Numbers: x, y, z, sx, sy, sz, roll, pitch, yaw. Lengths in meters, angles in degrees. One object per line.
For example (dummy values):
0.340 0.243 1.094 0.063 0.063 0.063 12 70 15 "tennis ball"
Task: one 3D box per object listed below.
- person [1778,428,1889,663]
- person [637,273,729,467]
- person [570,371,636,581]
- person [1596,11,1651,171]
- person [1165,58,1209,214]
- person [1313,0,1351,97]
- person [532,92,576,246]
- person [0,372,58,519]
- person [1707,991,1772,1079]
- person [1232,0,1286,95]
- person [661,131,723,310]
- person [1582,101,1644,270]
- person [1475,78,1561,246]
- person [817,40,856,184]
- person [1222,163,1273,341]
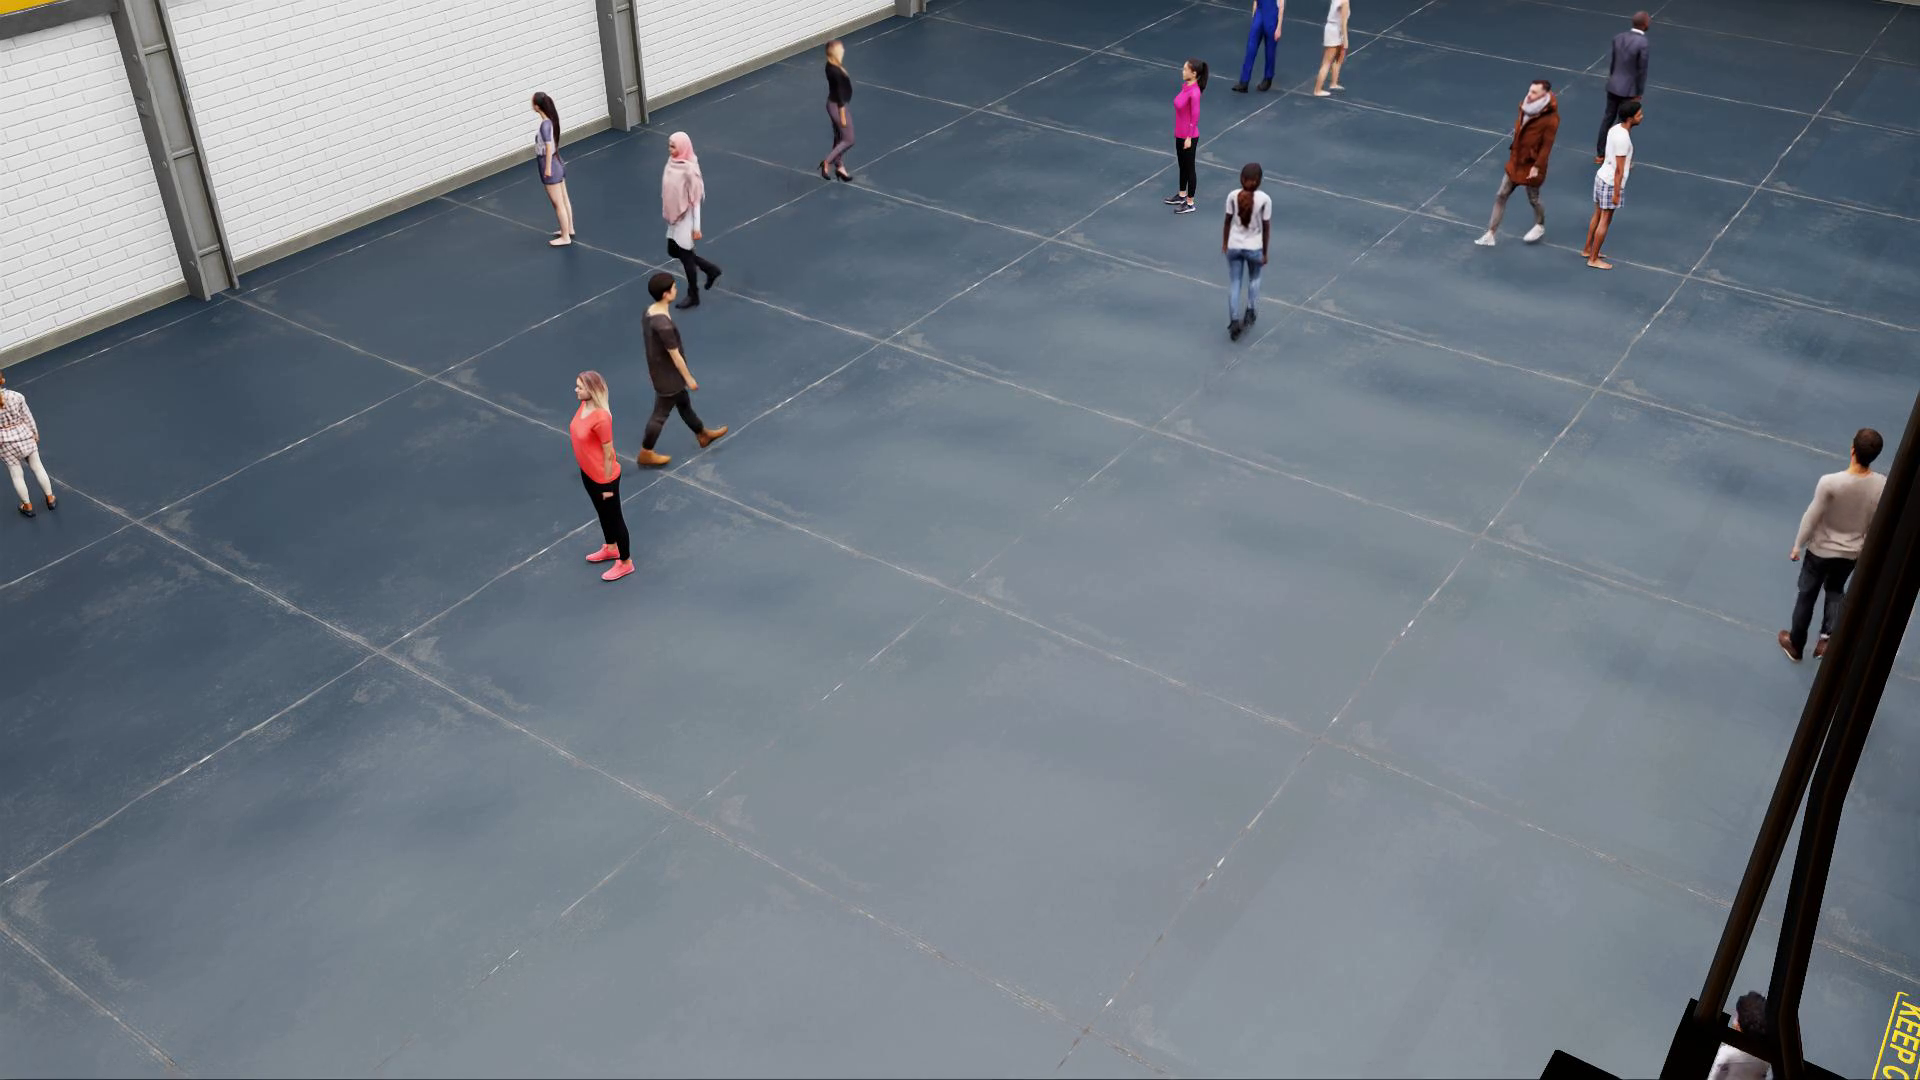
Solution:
5.982 0.115 11.321 0.856 1.863 0.923 2 34 3 "person"
-2.490 -1.356 13.706 1.147 1.672 1.000 -11 35 -17 "person"
-2.669 -0.500 12.397 0.653 1.694 0.666 -19 38 -26 "person"
7.763 -5.262 19.448 0.815 1.820 0.798 -12 36 -18 "person"
2.522 -4.483 18.386 0.741 1.699 0.687 -7 34 -11 "person"
4.790 -6.562 21.607 0.832 1.596 0.778 -2 34 -2 "person"
-4.297 -3.949 17.627 0.728 1.649 0.628 0 34 0 "person"
-7.502 -0.794 13.186 0.514 1.312 0.639 -26 42 -34 "person"
3.714 2.711 7.966 0.634 1.252 0.698 -3 34 -5 "person"
4.059 -6.783 21.731 0.639 1.826 1.019 22 40 30 "person"
-2.609 -3.140 16.282 0.892 1.791 0.780 -22 39 -29 "person"
6.713 -3.687 17.157 0.766 1.734 0.627 5 34 8 "person"
6.034 -3.942 17.486 1.251 1.794 0.997 -18 37 -24 "person"
-1.459 -4.853 18.977 0.836 1.661 0.776 -11 35 -16 "person"
2.678 -2.701 15.696 0.749 1.709 0.894 10 35 14 "person"
